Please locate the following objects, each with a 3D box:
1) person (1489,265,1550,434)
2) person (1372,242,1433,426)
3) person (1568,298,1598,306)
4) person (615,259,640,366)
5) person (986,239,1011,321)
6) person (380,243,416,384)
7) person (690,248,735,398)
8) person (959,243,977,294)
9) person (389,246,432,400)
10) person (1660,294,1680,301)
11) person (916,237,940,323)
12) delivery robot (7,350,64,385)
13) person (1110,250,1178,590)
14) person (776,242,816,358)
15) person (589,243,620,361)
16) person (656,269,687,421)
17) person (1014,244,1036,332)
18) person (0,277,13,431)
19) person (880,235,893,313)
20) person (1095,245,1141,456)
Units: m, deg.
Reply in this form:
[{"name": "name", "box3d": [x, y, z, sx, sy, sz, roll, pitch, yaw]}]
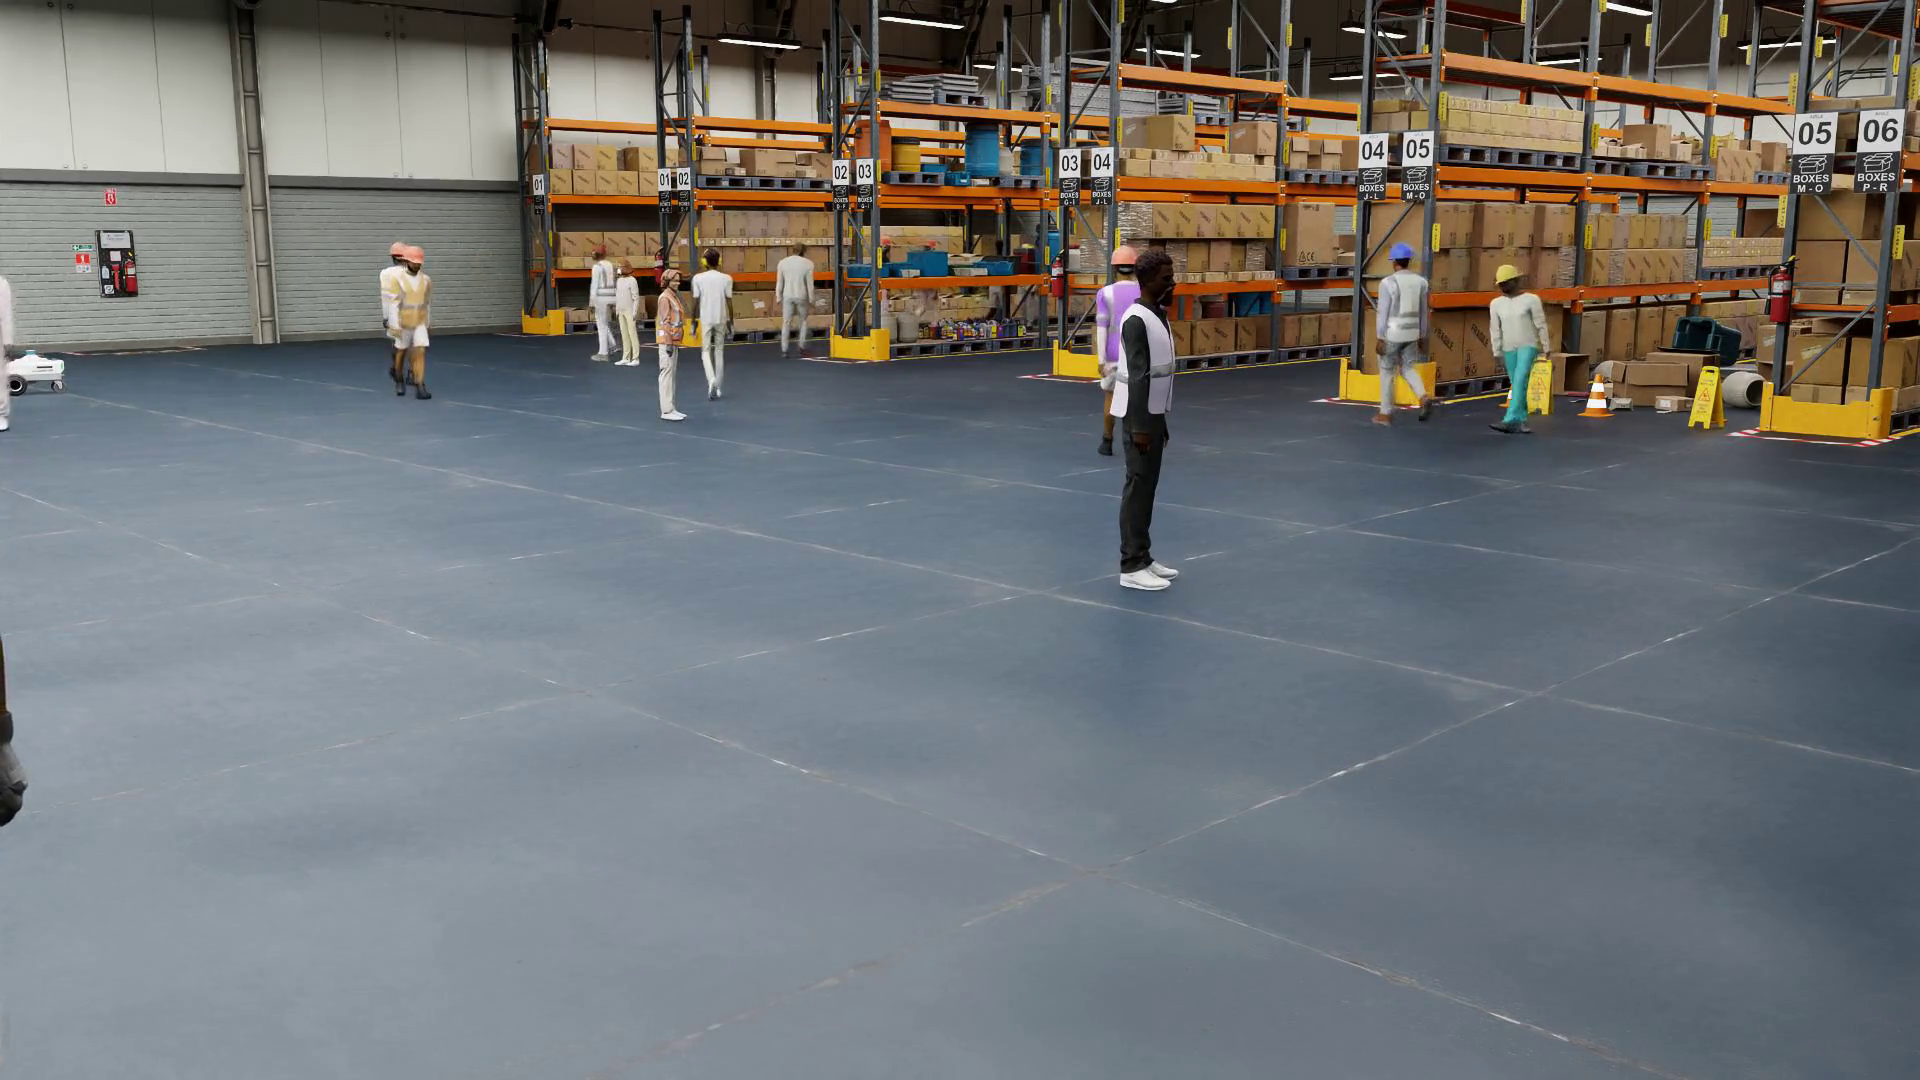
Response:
[{"name": "person", "box3d": [5.628, -1.917, 16.794, 0.800, 1.709, 0.561, -10, 14, -44]}, {"name": "person", "box3d": [4.664, -2.154, 17.491, 0.618, 1.930, 0.659, -4, 11, -23]}, {"name": "person", "box3d": [10.710, -4.110, 28.480, 0.863, 1.812, 0.628, -9, 13, -39]}, {"name": "person", "box3d": [-5.144, -3.507, 25.659, 0.508, 1.632, 0.265, 10, 14, 43]}, {"name": "person", "box3d": [0.719, -4.802, 31.899, 0.620, 1.938, 0.833, 7, 12, 32]}, {"name": "person", "box3d": [-7.620, -3.096, 22.714, 0.575, 1.883, 0.985, -5, 12, -27]}, {"name": "person", "box3d": [-3.043, -2.665, 20.483, 0.553, 1.849, 0.632, -3, 11, -14]}, {"name": "person", "box3d": [0.163, -5.841, 37.818, 0.373, 1.840, 0.572, -9, 14, -42]}, {"name": "person", "box3d": [-6.870, -2.718, 20.725, 0.560, 1.881, 0.981, -9, 14, -40]}, {"name": "person", "box3d": [14.787, -5.304, 34.664, 0.545, 1.929, 0.389, -2, 11, -10]}, {"name": "person", "box3d": [-0.668, -4.903, 32.371, 0.860, 1.967, 0.621, -10, 15, -44]}, {"name": "delivery robot", "box3d": [-11.857, -2.185, 21.258, 0.707, 0.478, 0.477, -7, 12, -34]}, {"name": "person", "box3d": [1.067, -0.694, 9.555, 0.392, 1.916, 0.591, 3, 11, 16]}, {"name": "person", "box3d": [-2.716, -4.000, 27.663, 0.700, 1.890, 0.826, 2, 11, 11]}, {"name": "person", "box3d": [-5.752, -3.814, 26.659, 0.398, 1.875, 0.614, 3, 11, 15]}, {"name": "person", "box3d": [-3.154, -2.126, 18.123, 0.314, 1.637, 0.514, 0, 10, 0]}, {"name": "person", "box3d": [1.334, -5.261, 34.716, 0.572, 1.812, 0.626, -10, 14, -42]}, {"name": "person", "box3d": [-10.037, -2.055, 17.058, 0.667, 1.884, 0.422, -2, 11, -9]}, {"name": "person", "box3d": [-1.448, -4.767, 31.549, 0.397, 1.992, 0.623, -5, 11, -25]}, {"name": "person", "box3d": [1.488, -1.705, 15.103, 0.552, 1.931, 0.583, -1, 10, -5]}]
